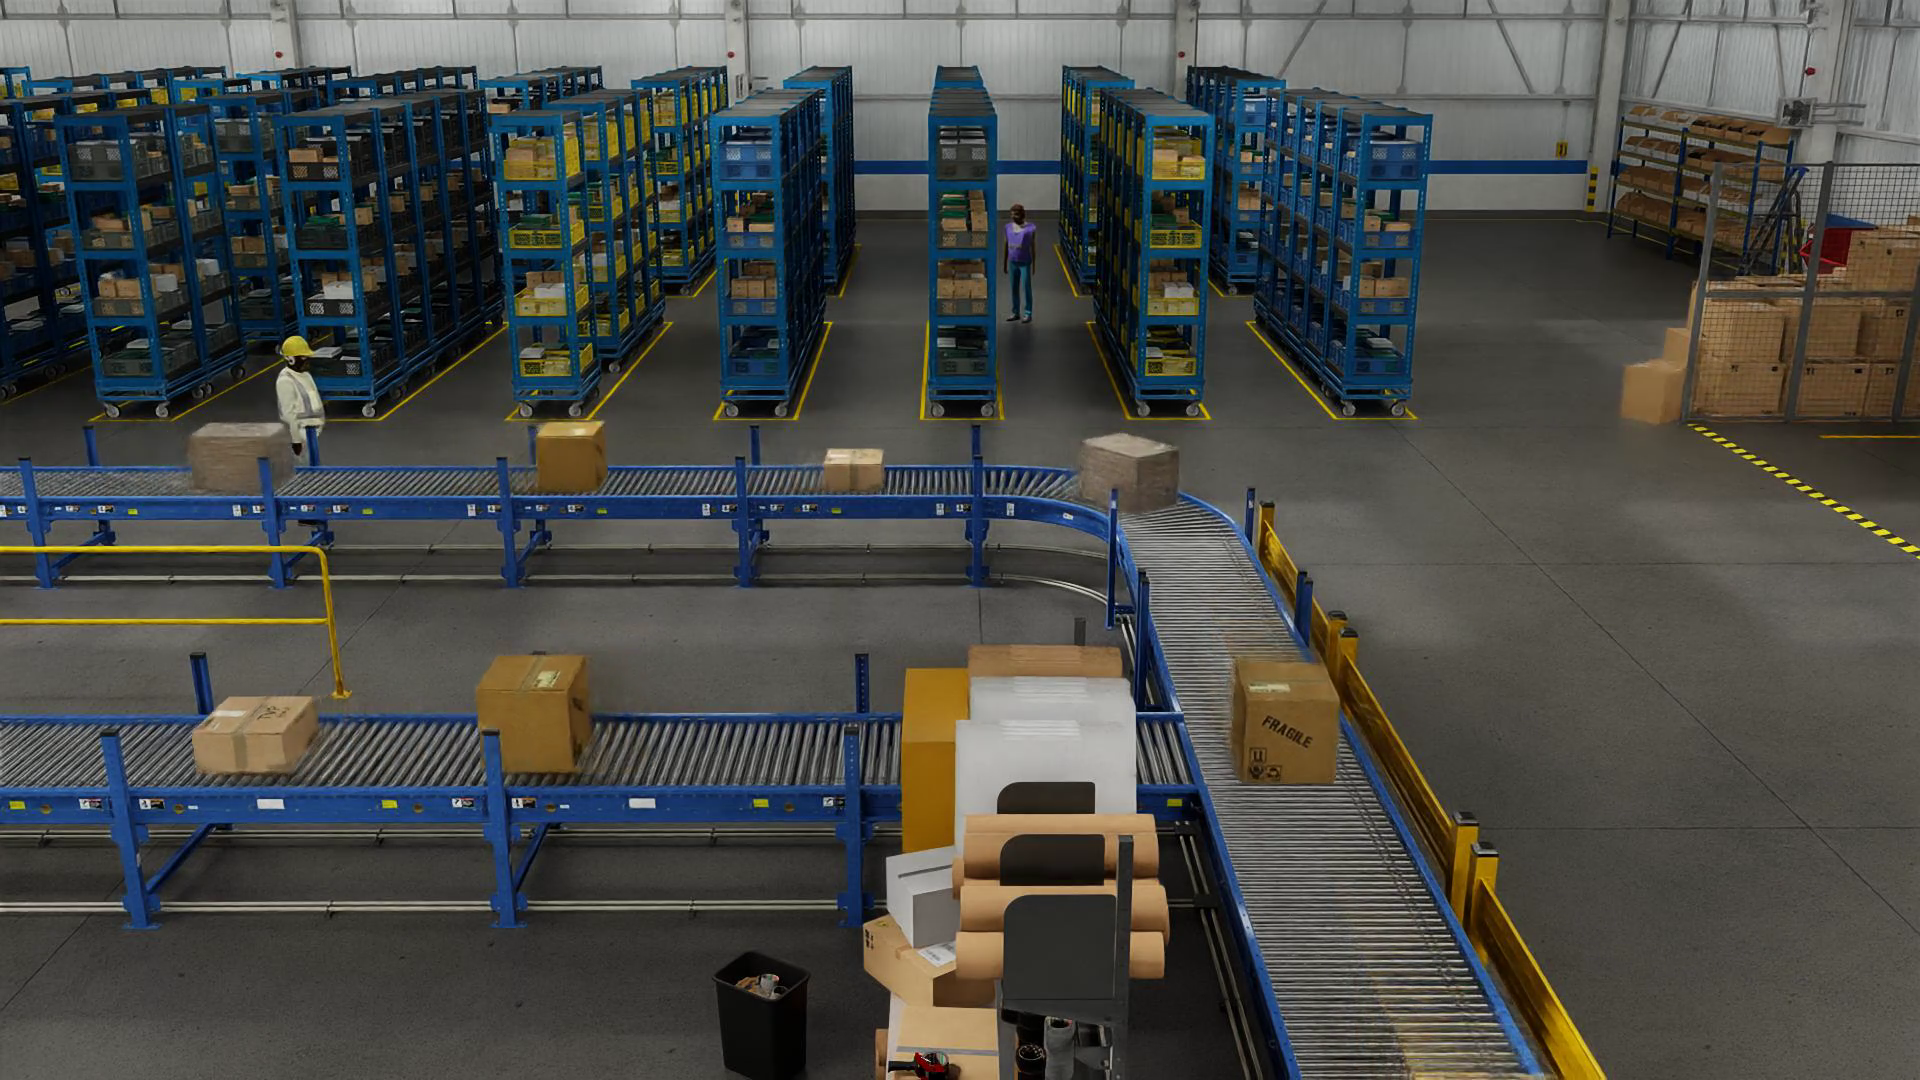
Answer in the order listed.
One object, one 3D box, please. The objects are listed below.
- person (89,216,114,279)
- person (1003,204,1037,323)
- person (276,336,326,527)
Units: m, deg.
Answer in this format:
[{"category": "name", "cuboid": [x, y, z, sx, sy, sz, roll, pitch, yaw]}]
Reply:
[{"category": "person", "cuboid": [-14.255, -4.814, 27.290, 0.661, 1.971, 0.629, -6, 19, -18]}, {"category": "person", "cuboid": [0.937, -4.324, 26.002, 0.569, 1.831, 0.412, 10, 20, 27]}, {"category": "person", "cuboid": [-6.267, -1.046, 15.896, 0.404, 1.833, 0.592, -1, 18, -5]}]
